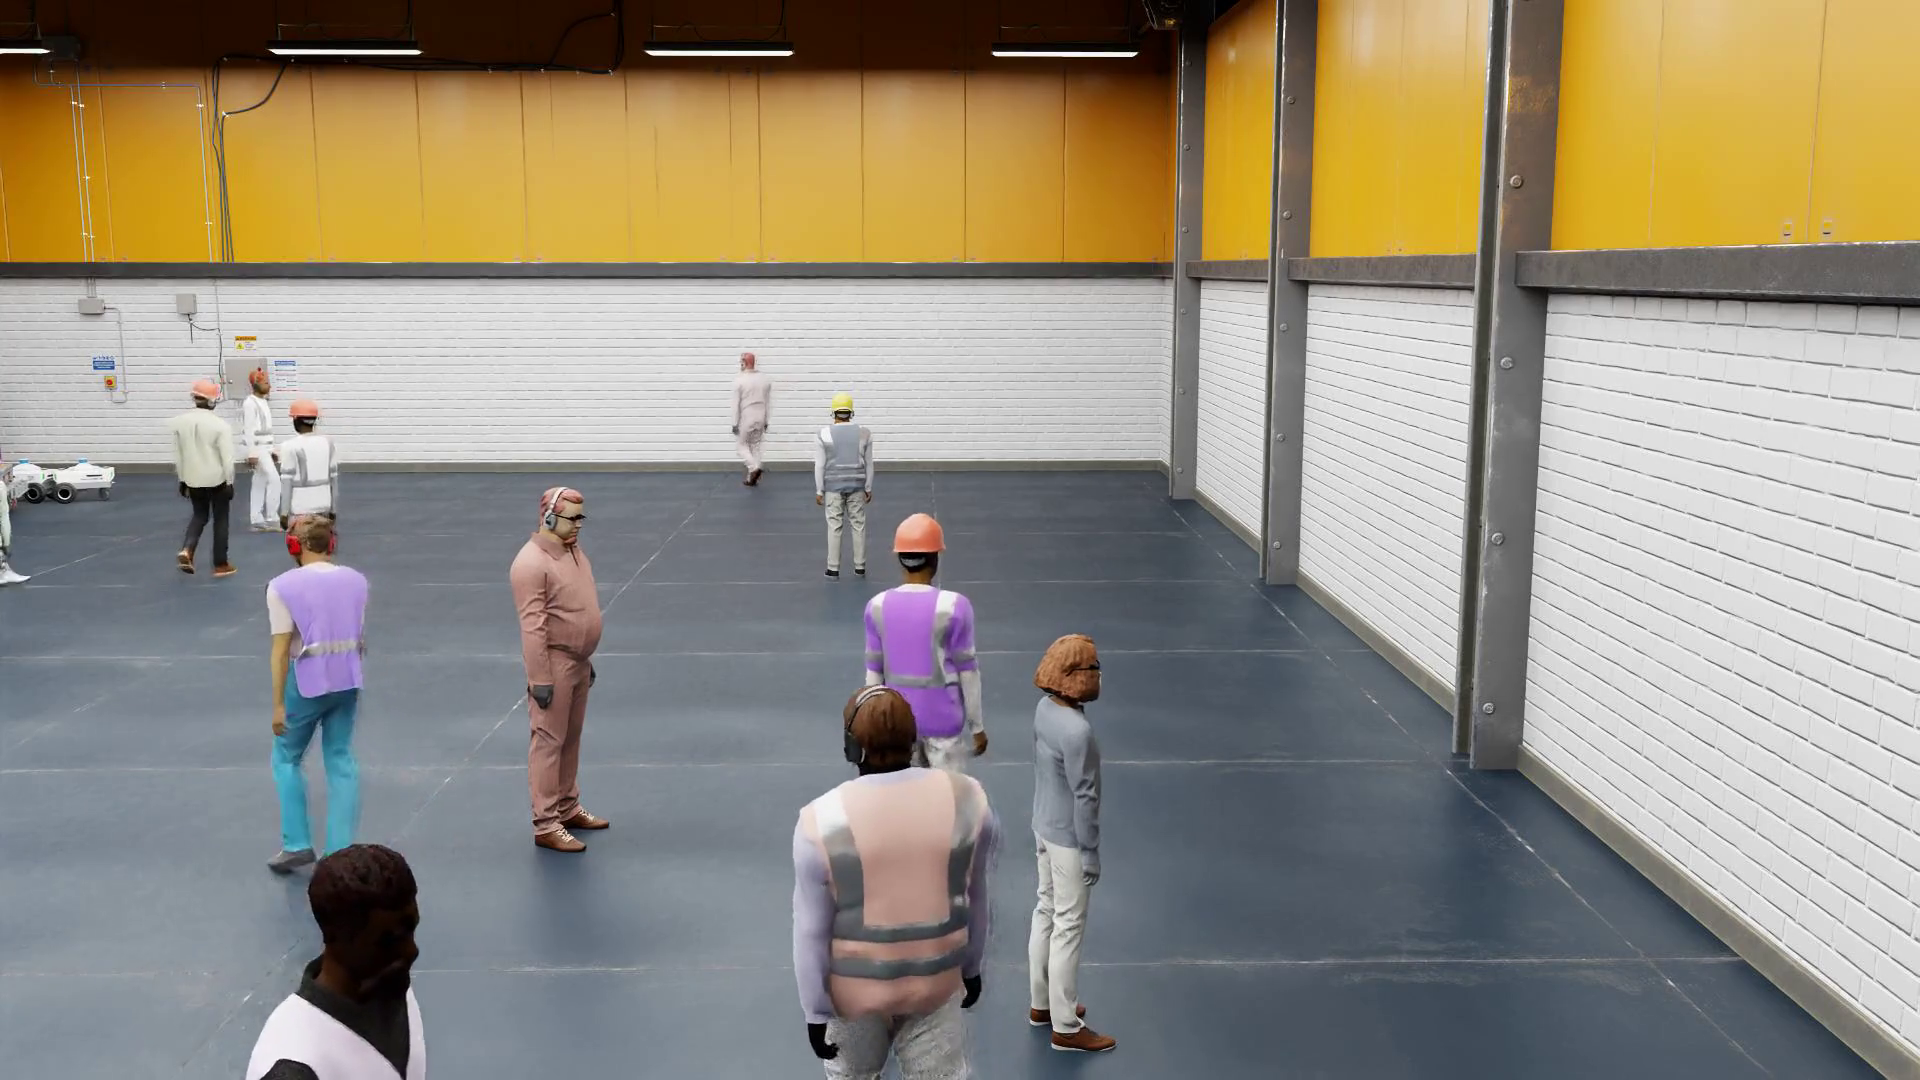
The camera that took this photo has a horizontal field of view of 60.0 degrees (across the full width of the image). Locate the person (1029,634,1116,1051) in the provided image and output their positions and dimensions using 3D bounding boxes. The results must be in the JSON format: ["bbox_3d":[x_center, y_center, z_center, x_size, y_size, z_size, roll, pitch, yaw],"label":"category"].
[{"bbox_3d":[0.428,1.169,6.505,0.280,1.633,0.500,-3,10,-17],"label":"person"}]

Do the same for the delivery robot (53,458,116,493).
[{"bbox_3d":[-11.443,-0.825,21.742,0.707,0.478,0.477,-4,10,-25],"label":"delivery robot"}]

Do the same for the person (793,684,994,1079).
[{"bbox_3d":[-0.185,1.331,4.947,0.629,1.820,0.775,-3,10,-17],"label":"person"}]

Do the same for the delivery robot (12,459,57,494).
[{"bbox_3d":[-12.183,-0.816,21.685,0.707,0.478,0.477,1,9,3],"label":"delivery robot"}]

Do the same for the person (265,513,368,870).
[{"bbox_3d":[-3.238,0.774,8.378,0.560,1.808,0.605,7,12,37],"label":"person"}]

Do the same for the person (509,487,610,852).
[{"bbox_3d":[-2.087,0.666,8.772,0.407,1.902,0.638,1,9,9],"label":"person"}]

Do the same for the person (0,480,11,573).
[{"bbox_3d":[-7.895,0.061,13.341,0.527,1.619,0.699,-7,11,-35],"label":"person"}]

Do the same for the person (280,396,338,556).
[{"bbox_3d":[-5.689,-0.304,14.670,0.652,1.916,0.556,5,11,28],"label":"person"}]

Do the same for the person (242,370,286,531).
[{"bbox_3d":[-7.948,-1.015,19.176,0.645,1.863,0.605,-1,9,-9],"label":"person"}]

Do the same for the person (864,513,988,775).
[{"bbox_3d":[-0.177,0.831,7.725,0.566,1.915,0.786,5,10,27],"label":"person"}]

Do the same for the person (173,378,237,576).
[{"bbox_3d":[-7.401,-0.597,16.287,0.627,1.970,0.560,1,9,8],"label":"person"}]

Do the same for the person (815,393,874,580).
[{"bbox_3d":[-1.137,-0.525,16.277,0.587,1.833,0.404,-3,10,-18],"label":"person"}]

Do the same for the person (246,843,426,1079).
[{"bbox_3d":[-1.146,1.544,3.489,0.902,1.873,0.579,1,9,6],"label":"person"}]

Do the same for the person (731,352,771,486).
[{"bbox_3d":[-2.896,-1.662,23.100,0.644,1.892,0.523,-8,12,-41],"label":"person"}]

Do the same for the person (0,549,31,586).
[{"bbox_3d":[-9.244,-0.457,15.647,0.849,1.893,0.621,0,9,1],"label":"person"}]
